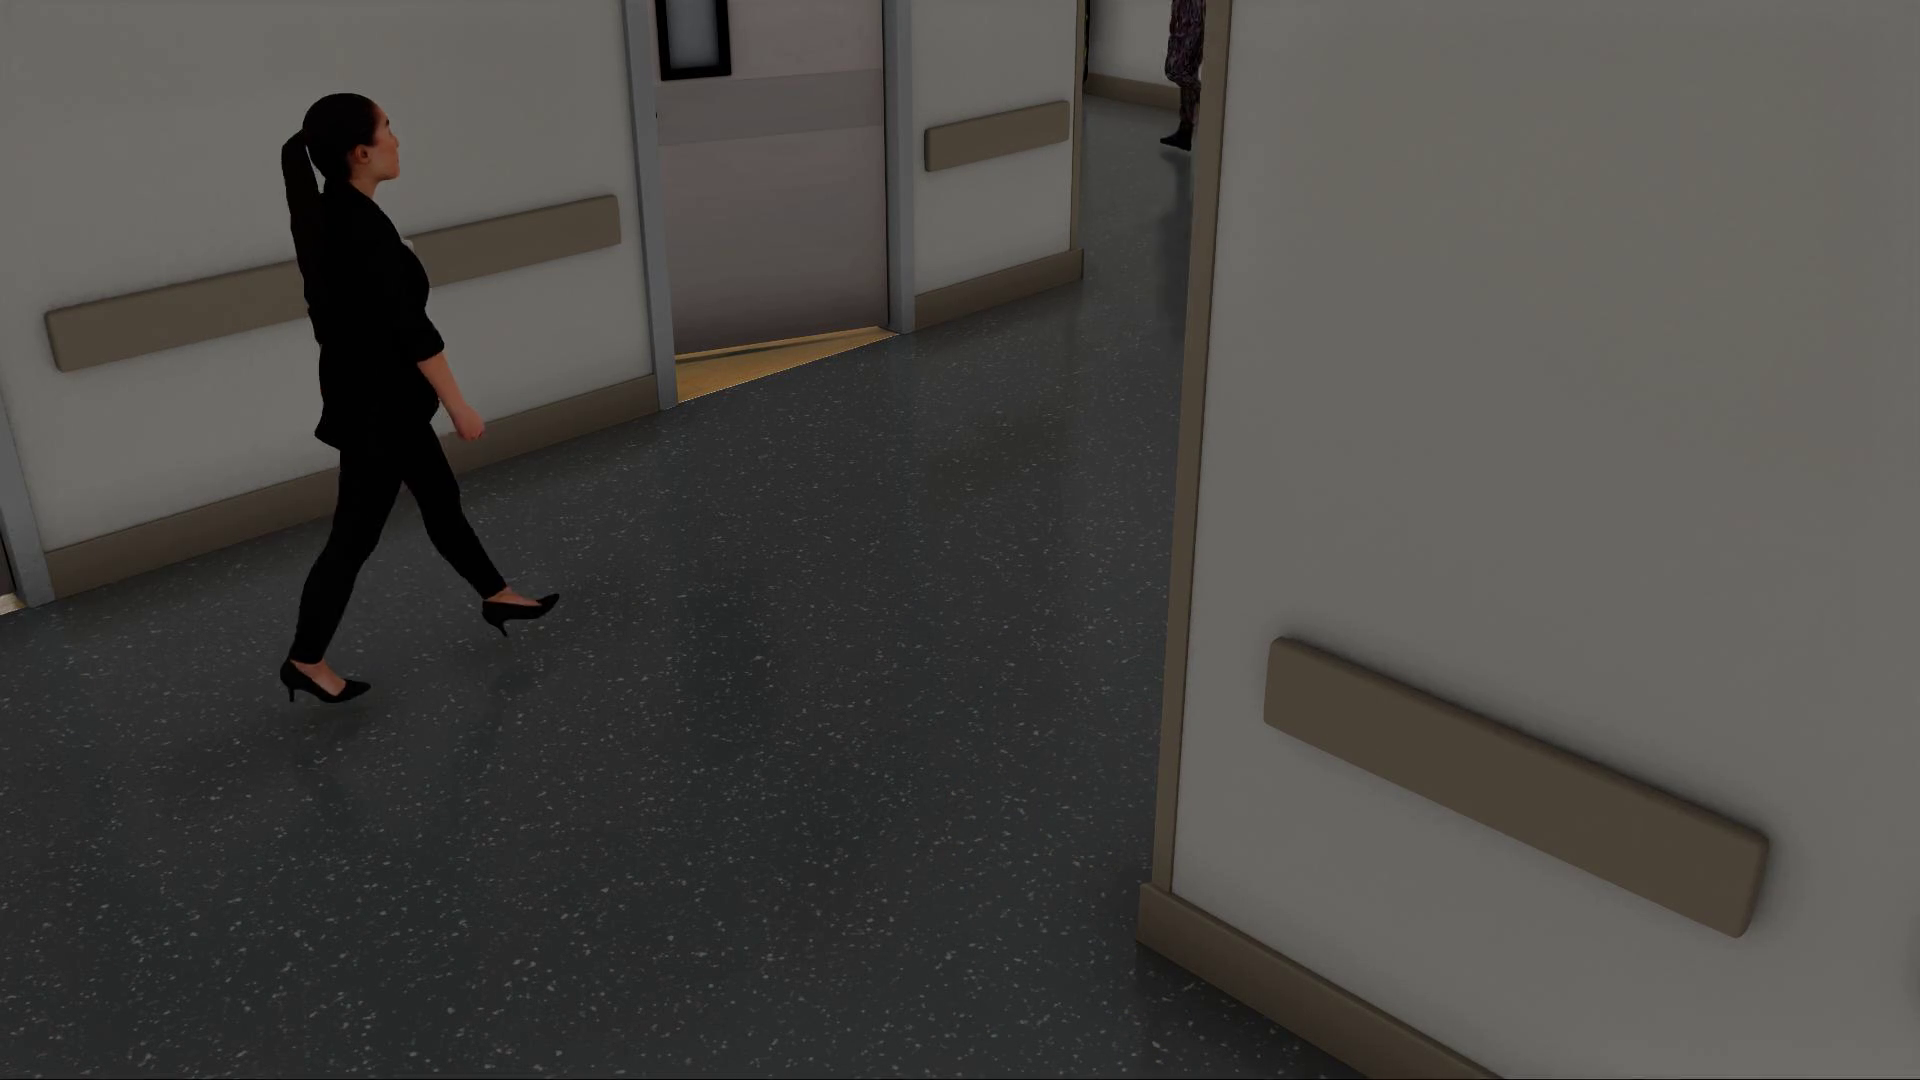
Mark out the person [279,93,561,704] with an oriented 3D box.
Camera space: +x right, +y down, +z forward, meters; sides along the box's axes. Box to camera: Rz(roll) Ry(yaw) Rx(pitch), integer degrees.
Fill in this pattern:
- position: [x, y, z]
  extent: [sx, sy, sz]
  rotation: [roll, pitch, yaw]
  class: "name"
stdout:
- position: [-1.606, -0.289, 4.370]
  extent: [1.096, 1.610, 0.692]
  rotation: [-19, 31, -34]
  class: "person"
